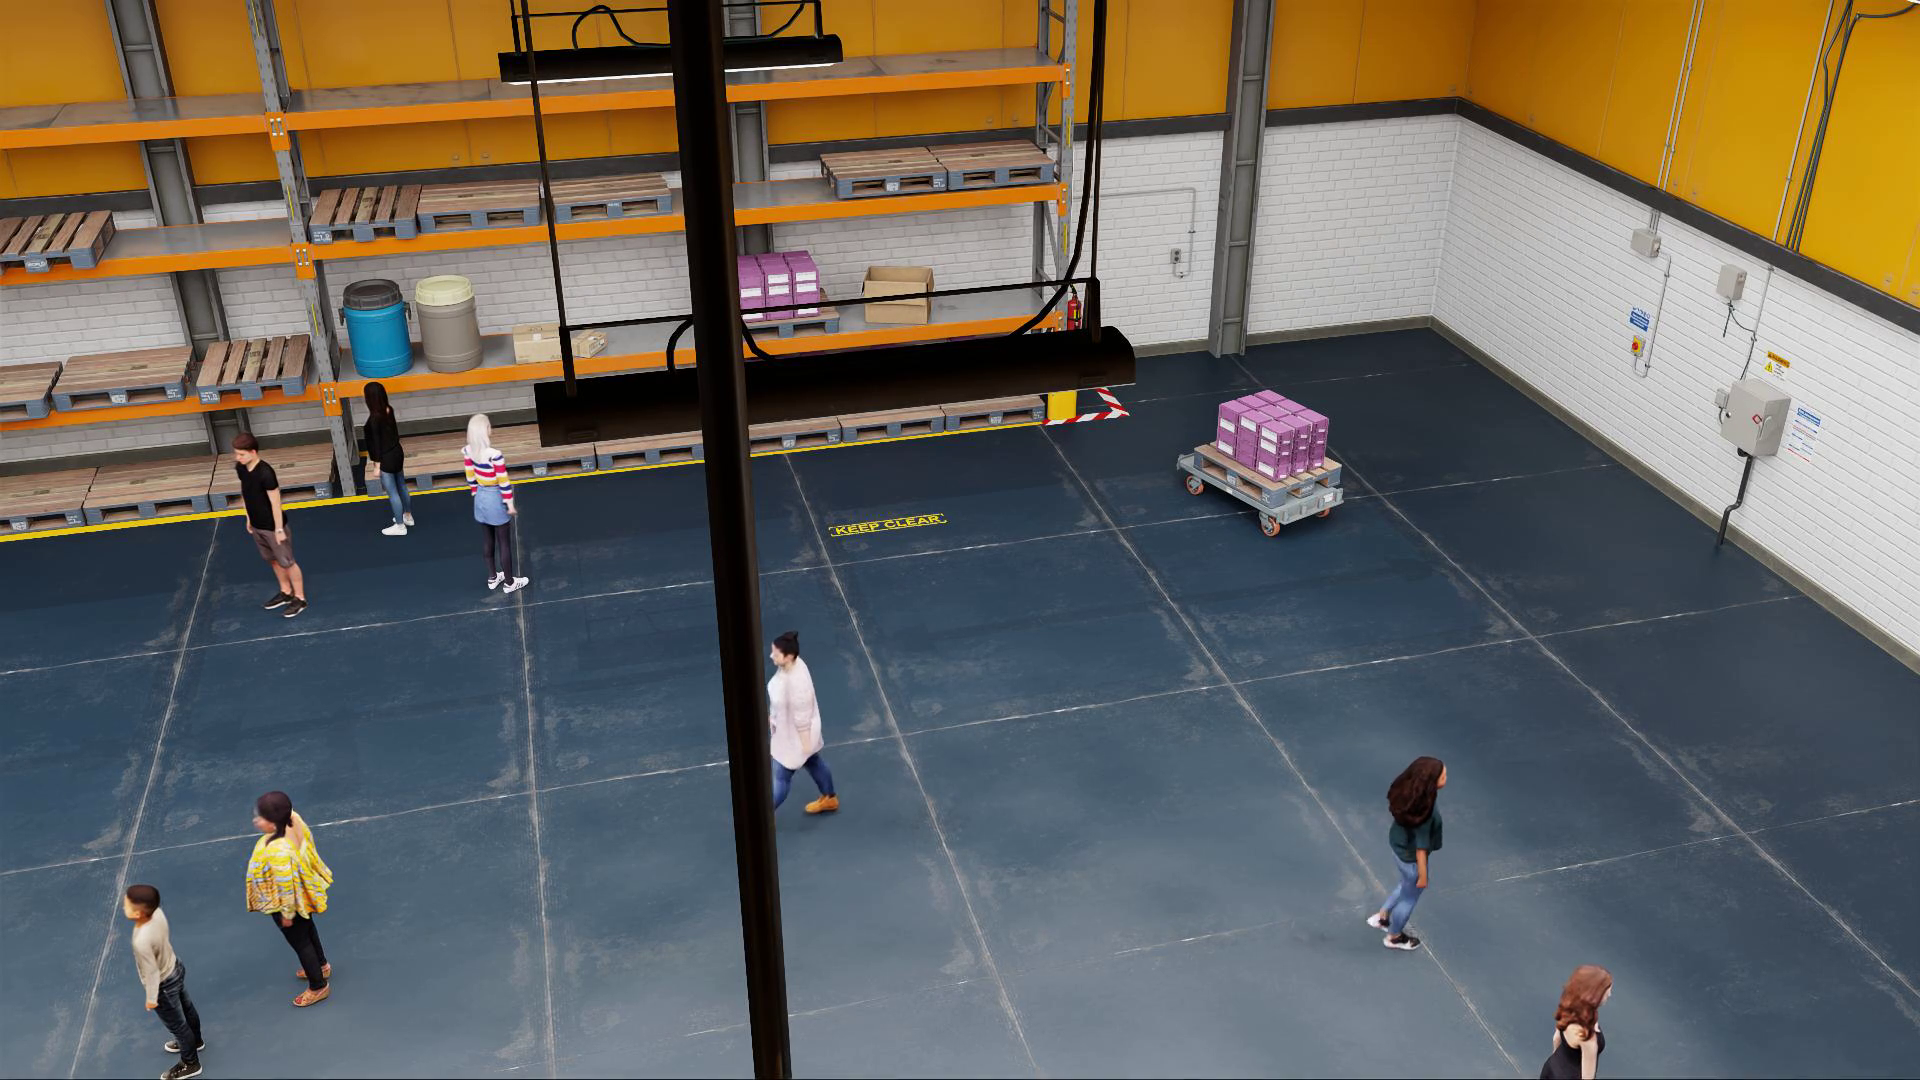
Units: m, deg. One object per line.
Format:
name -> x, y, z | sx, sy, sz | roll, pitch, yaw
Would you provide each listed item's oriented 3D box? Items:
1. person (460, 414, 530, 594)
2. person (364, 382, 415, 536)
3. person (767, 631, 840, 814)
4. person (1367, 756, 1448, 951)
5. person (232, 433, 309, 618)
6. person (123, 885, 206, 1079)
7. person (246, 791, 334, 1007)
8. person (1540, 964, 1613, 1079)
person -> -4.443, -0.352, 15.745 | 0.709, 1.810, 0.770 | 16, 32, 26
person -> -5.777, -0.839, 16.809 | 0.649, 1.646, 0.648 | 5, 29, 9
person -> -1.152, 1.422, 12.604 | 1.046, 1.704, 0.743 | -4, 29, -8
person -> 3.012, 2.152, 11.368 | 0.692, 1.605, 0.655 | -1, 29, -2
person -> -6.371, -0.168, 15.363 | 0.727, 1.853, 0.771 | 18, 33, 29
person -> -4.993, 2.743, 10.431 | 0.502, 1.465, 0.553 | -6, 29, -12
person -> -4.403, 2.343, 10.965 | 0.719, 1.656, 0.689 | -7, 29, -12
person -> 3.432, 3.110, 9.466 | 0.580, 1.745, 0.624 | -2, 29, -4
